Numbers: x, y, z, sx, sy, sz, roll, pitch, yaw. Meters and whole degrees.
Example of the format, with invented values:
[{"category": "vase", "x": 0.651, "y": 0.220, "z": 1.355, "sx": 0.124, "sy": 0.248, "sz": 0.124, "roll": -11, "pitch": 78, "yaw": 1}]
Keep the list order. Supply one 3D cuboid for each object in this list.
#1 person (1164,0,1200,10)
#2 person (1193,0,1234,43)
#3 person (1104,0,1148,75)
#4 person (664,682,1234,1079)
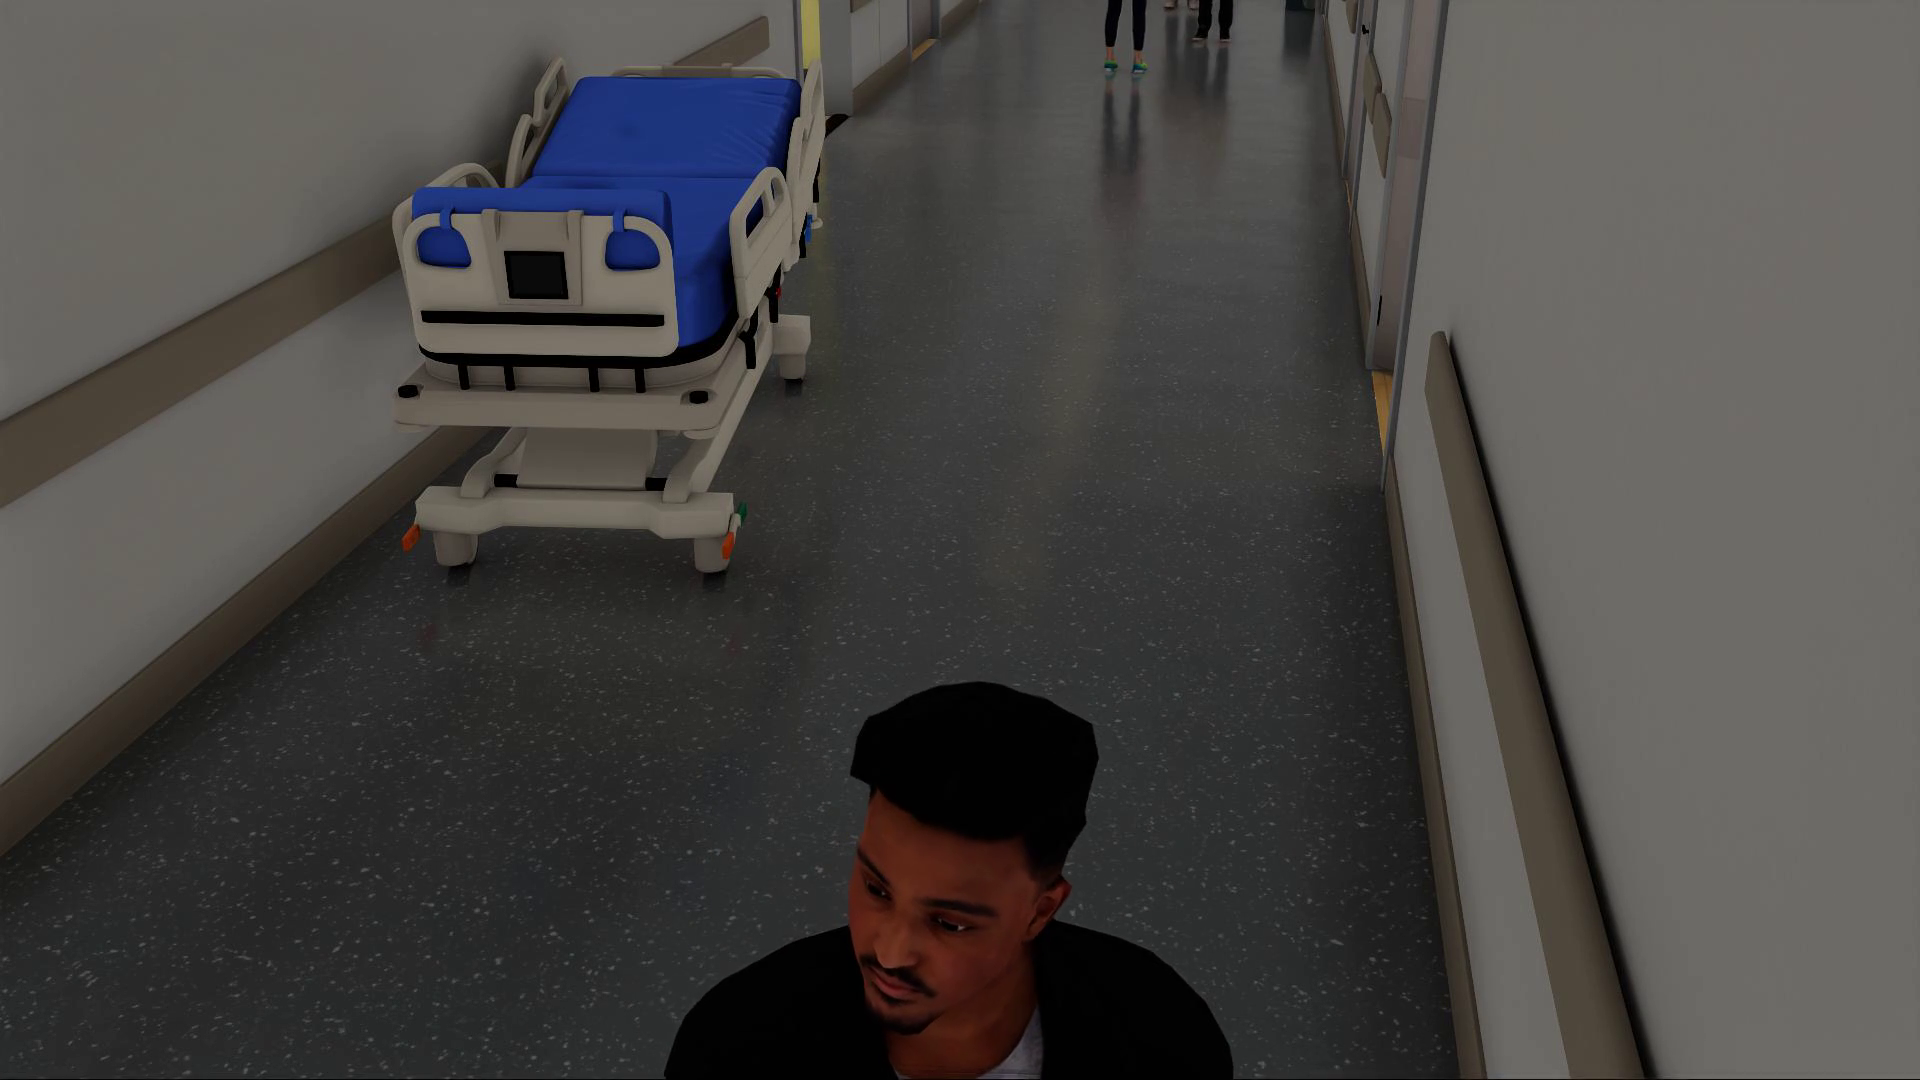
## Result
[{"category": "person", "x": 2.286, "y": -6.246, "z": 16.569, "sx": 0.461, "sy": 1.811, "sz": 0.718, "roll": 4, "pitch": 26, "yaw": 8}, {"category": "person", "x": 2.314, "y": -5.187, "z": 14.787, "sx": 0.442, "sy": 1.452, "sz": 0.650, "roll": 6, "pitch": 26, "yaw": 12}, {"category": "person", "x": 1.359, "y": -4.646, "z": 13.378, "sx": 0.520, "sy": 1.701, "sz": 0.684, "roll": 9, "pitch": 27, "yaw": 17}, {"category": "person", "x": -0.014, "y": 0.904, "z": 1.744, "sx": 0.603, "sy": 1.809, "sz": 0.793, "roll": 0, "pitch": 26, "yaw": -1}]
